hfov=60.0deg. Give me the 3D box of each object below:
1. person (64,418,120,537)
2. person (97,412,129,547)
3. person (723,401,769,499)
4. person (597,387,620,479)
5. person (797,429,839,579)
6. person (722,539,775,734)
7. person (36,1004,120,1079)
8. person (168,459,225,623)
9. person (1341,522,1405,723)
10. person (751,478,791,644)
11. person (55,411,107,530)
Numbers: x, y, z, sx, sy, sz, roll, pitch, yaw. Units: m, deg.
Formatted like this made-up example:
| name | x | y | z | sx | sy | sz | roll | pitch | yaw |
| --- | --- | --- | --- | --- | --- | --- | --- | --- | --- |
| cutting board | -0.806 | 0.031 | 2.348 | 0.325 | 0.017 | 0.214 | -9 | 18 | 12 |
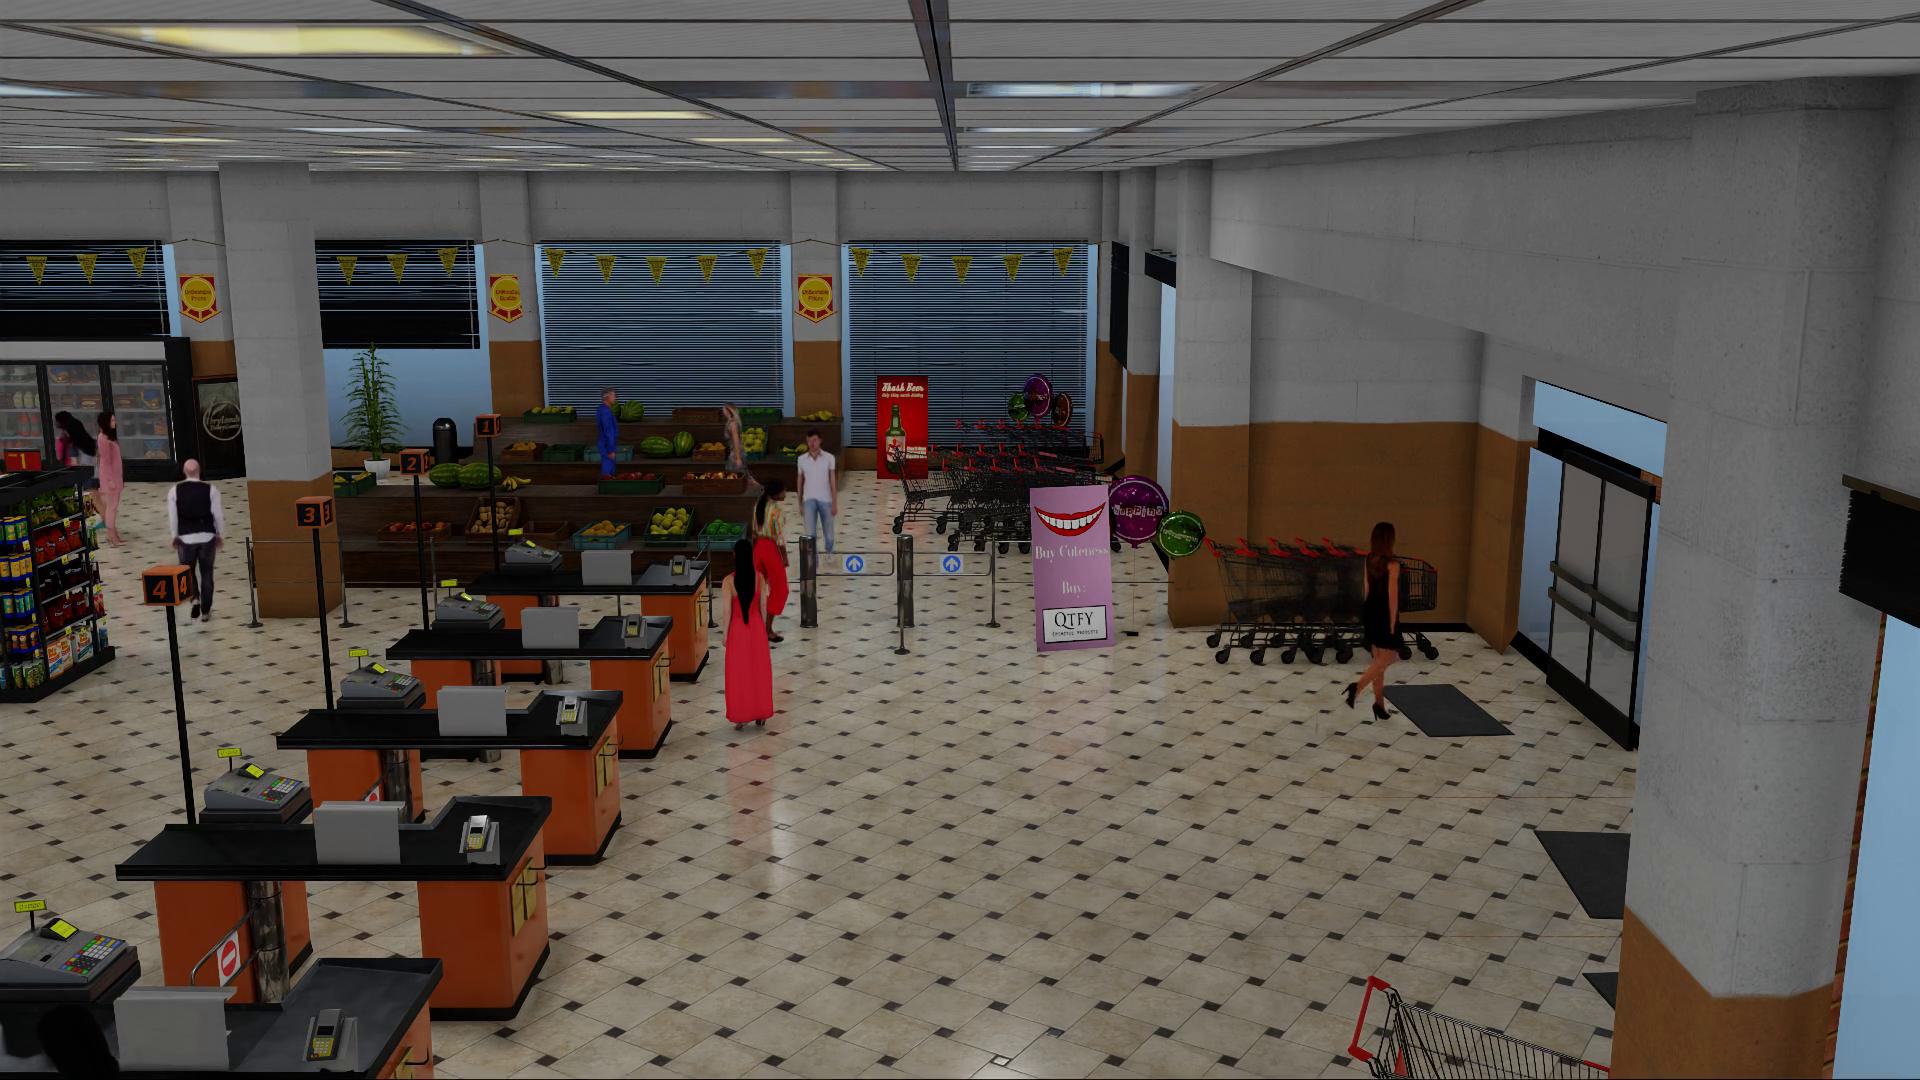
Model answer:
| name | x | y | z | sx | sy | sz | roll | pitch | yaw |
| --- | --- | --- | --- | --- | --- | --- | --- | --- | --- |
| person | -11.752 | -0.810 | 22.606 | 1.109 | 1.653 | 0.771 | 3 | 12 | 16 |
| person | -11.413 | -0.829 | 22.341 | 0.644 | 1.801 | 0.683 | -4 | 13 | -20 |
| person | -3.150 | -1.179 | 24.351 | 1.171 | 1.657 | 0.669 | -2 | 12 | -7 |
| person | -5.285 | -1.380 | 24.901 | 0.686 | 1.824 | 0.787 | -4 | 12 | -18 |
| person | -1.741 | -0.458 | 20.501 | 0.846 | 1.833 | 0.710 | 0 | 12 | 1 |
| person | -1.880 | 0.836 | 14.615 | 0.667 | 1.726 | 0.768 | -7 | 14 | -29 |
| person | -3.391 | 2.579 | 6.539 | 0.603 | 1.642 | 0.694 | -3 | 12 | -12 |
| person | -8.372 | 0.031 | 18.228 | 0.861 | 1.811 | 0.907 | -5 | 13 | -20 |
| person | 3.668 | 0.759 | 14.747 | 0.945 | 1.822 | 0.832 | -8 | 14 | -33 |
| person | -2.069 | 0.221 | 17.446 | 0.773 | 1.763 | 0.848 | 6 | 13 | 28 |
| person | -12.204 | -0.923 | 23.075 | 1.173 | 1.682 | 0.839 | -4 | 13 | -20 |
